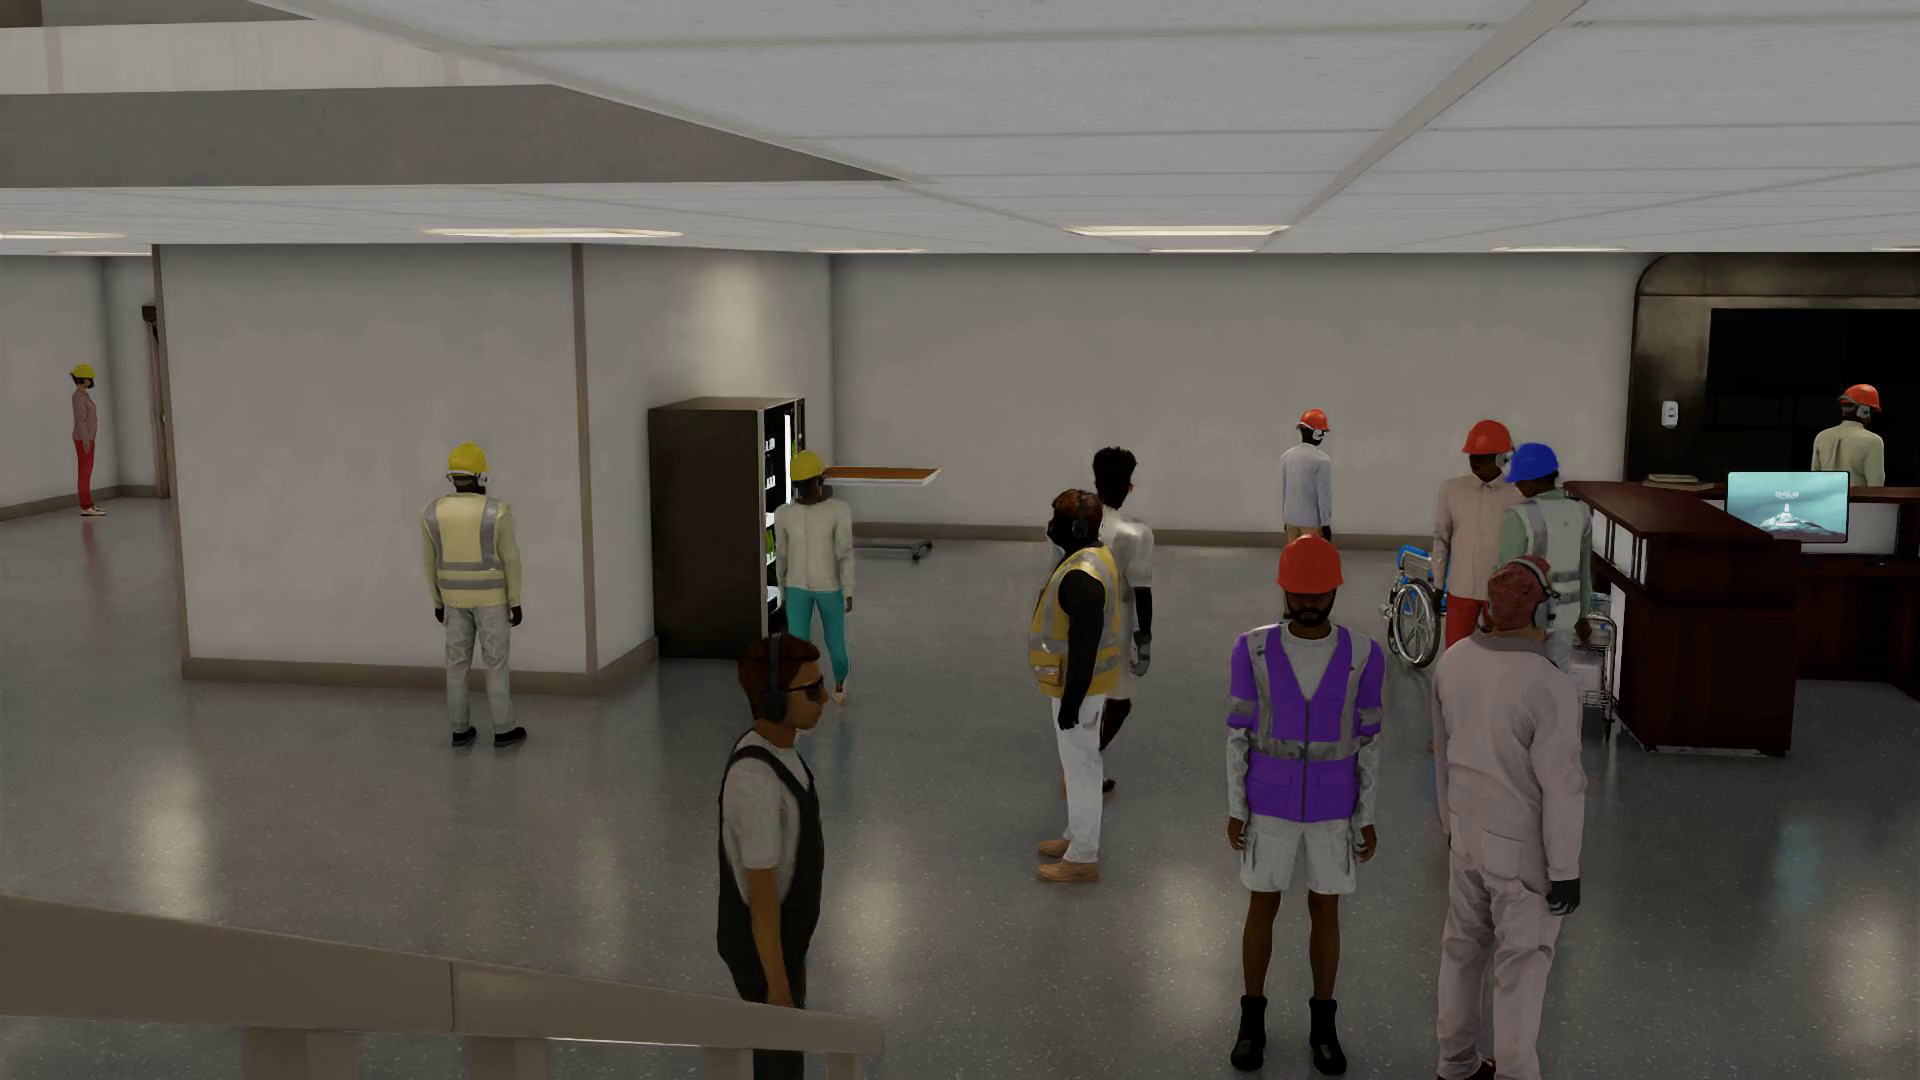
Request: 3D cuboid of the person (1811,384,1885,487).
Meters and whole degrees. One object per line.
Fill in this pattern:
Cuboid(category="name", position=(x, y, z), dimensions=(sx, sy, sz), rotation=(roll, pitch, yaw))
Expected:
Cuboid(category="person", position=(6.818, -0.203, 12.772), dimensions=(0.400, 1.984, 0.610), rotation=(-4, 10, -21))

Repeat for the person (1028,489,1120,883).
Cuboid(category="person", position=(0.533, 0.673, 7.800), dimensions=(0.429, 1.846, 0.627), rotation=(1, 9, 6))

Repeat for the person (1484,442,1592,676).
Cuboid(category="person", position=(3.242, 0.419, 9.132), dimensions=(0.681, 1.918, 0.494), rotation=(-5, 10, -26))

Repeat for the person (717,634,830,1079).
Cuboid(category="person", position=(-0.514, 1.176, 4.721), dimensions=(0.335, 1.844, 0.546), rotation=(0, 9, -3))

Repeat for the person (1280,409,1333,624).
Cuboid(category="person", position=(2.808, -0.182, 13.378), dimensions=(0.352, 1.743, 0.564), rotation=(-5, 10, -26))

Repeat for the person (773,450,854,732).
Cuboid(category="person", position=(-0.906, 0.284, 10.522), dimensions=(0.529, 1.739, 0.771), rotation=(1, 9, 7))

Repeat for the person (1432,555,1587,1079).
Cuboid(category="person", position=(1.857, 1.000, 5.575), dimensions=(0.407, 1.913, 0.641), rotation=(-4, 10, -22))

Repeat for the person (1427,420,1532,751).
Cuboid(category="person", position=(3.056, 0.287, 9.722), dimensions=(0.612, 1.991, 0.392), rotation=(5, 11, 30))

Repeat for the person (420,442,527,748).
Cuboid(category="person", position=(-2.883, 0.332, 9.926), dimensions=(0.588, 1.837, 0.404), rotation=(1, 9, 7))

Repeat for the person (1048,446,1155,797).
Cuboid(category="person", position=(0.693, 0.479, 8.695), dimensions=(0.659, 1.938, 0.628), rotation=(6, 11, 34))

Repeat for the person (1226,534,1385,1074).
Cuboid(category="person", position=(1.215, 0.934, 5.899), dimensions=(0.543, 1.939, 0.360), rotation=(1, 9, 8))

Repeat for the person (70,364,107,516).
Cuboid(category="person", position=(-10.161, -1.164, 19.370), dimensions=(0.314, 1.768, 0.522), rotation=(-4, 10, -23))
